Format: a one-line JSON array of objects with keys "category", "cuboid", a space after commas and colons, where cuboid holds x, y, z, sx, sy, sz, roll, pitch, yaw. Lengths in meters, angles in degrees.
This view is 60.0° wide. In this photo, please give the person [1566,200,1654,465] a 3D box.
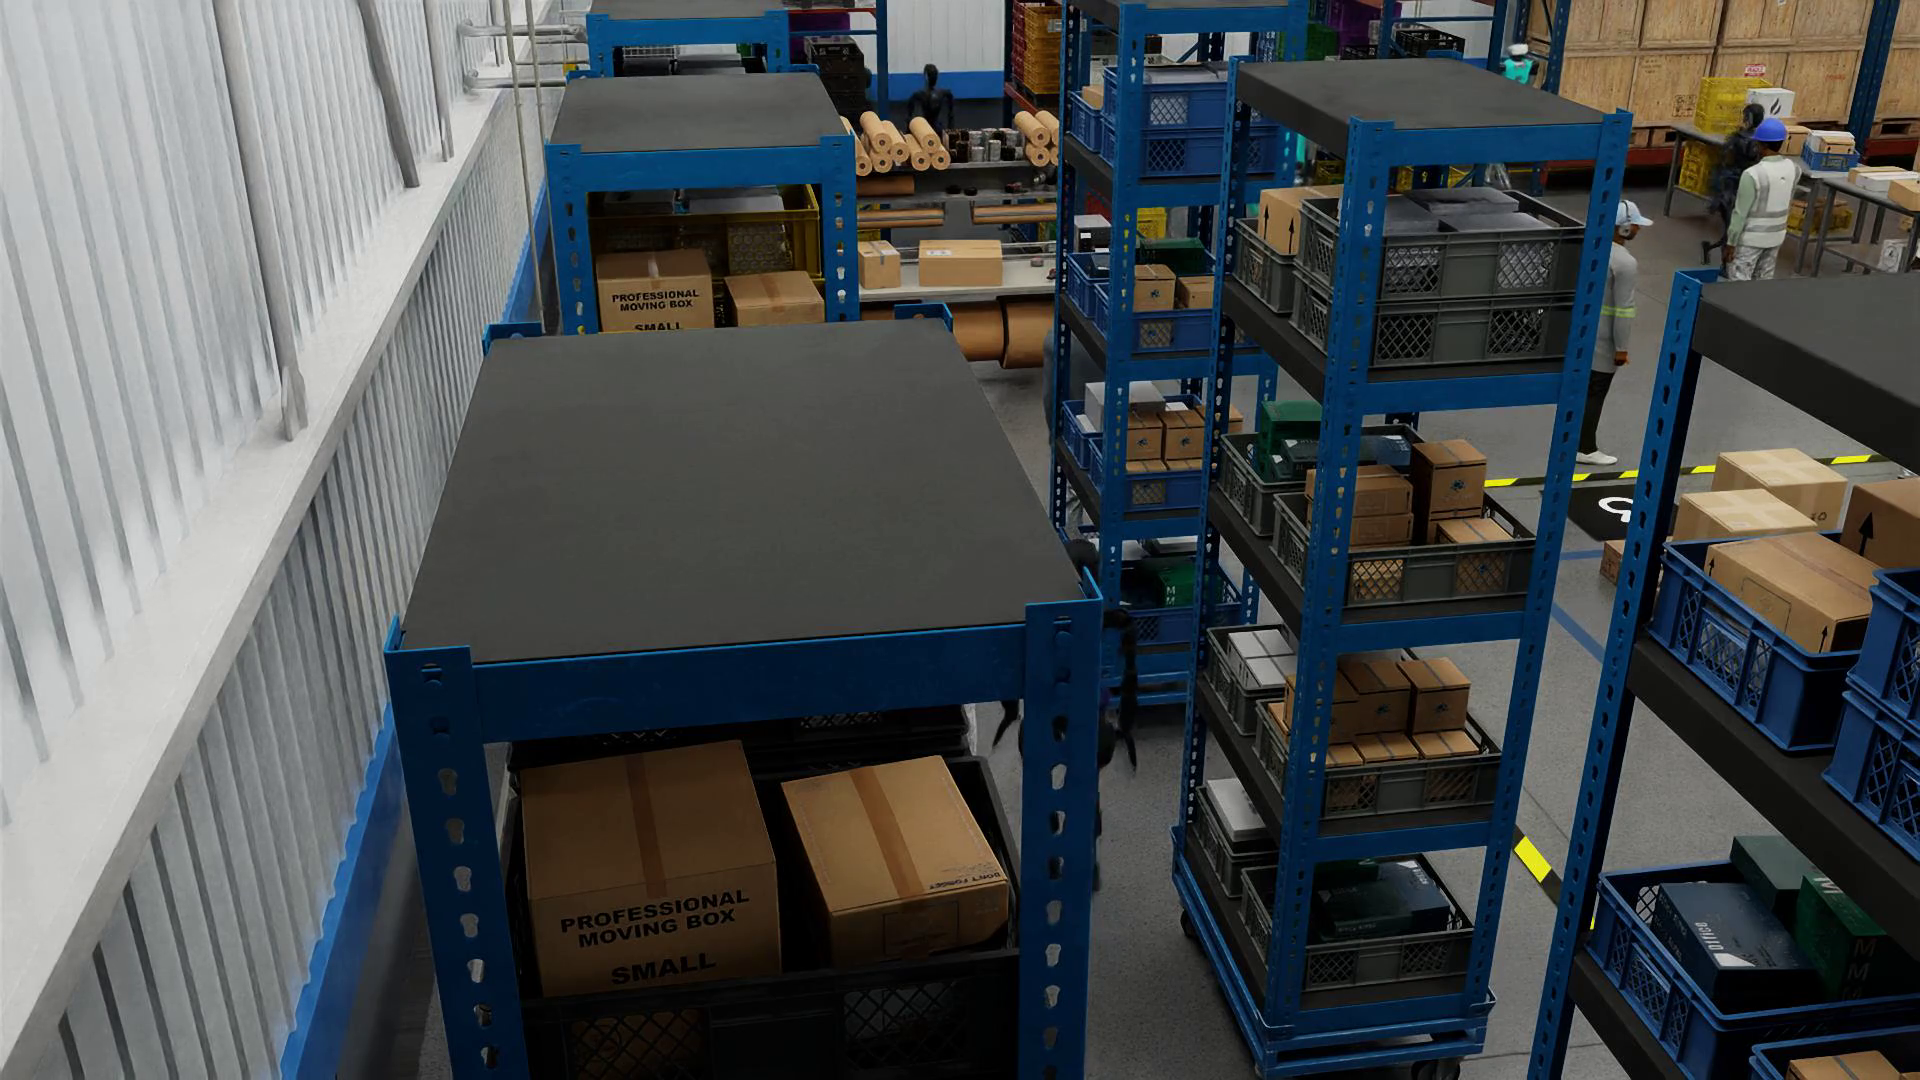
[{"category": "person", "cuboid": [4.466, -1.436, 11.526, 0.385, 1.850, 0.598, -5, 25, -12]}]

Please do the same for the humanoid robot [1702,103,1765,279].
[{"category": "humanoid robot", "cuboid": [7.408, -3.376, 15.969, 0.610, 1.631, 0.629, -8, 26, -18]}]

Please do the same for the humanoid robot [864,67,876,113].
[{"category": "humanoid robot", "cuboid": [-1.036, -4.202, 17.734, 0.322, 1.644, 0.601, 8, 26, 16]}]

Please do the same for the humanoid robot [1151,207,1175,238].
[{"category": "humanoid robot", "cuboid": [2.087, -3.607, 16.520, 0.543, 1.885, 0.741, -22, 33, -39]}]

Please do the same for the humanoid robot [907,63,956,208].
[{"category": "humanoid robot", "cuboid": [-0.326, -4.375, 18.166, 0.611, 1.644, 0.661, -10, 27, -21]}]

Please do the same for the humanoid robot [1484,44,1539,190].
[{"category": "humanoid robot", "cuboid": [6.169, -4.817, 19.033, 0.561, 1.743, 1.033, -4, 25, -9]}]

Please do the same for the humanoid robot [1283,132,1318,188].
[{"category": "humanoid robot", "cuboid": [3.001, -3.159, 15.490, 0.541, 1.853, 0.745, 9, 26, 18]}]

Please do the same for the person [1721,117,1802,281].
[{"category": "person", "cuboid": [6.566, -2.497, 13.731, 0.609, 1.939, 0.412, -10, 27, -21]}]

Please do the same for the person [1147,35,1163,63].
[{"category": "person", "cuboid": [1.957, -4.436, 17.830, 0.390, 2.038, 0.604, 15, 28, 29]}]

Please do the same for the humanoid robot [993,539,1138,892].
[{"category": "humanoid robot", "cuboid": [0.440, 0.753, 6.977, 0.611, 1.651, 0.336, 3, 25, 6]}]

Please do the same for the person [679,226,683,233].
[{"category": "person", "cuboid": [-2.358, -3.052, 14.936, 0.616, 1.924, 0.906, -6, 25, -13]}]

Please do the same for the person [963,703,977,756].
[{"category": "person", "cuboid": [-0.131, 0.448, 7.447, 0.429, 1.838, 0.642, 17, 30, 33]}]

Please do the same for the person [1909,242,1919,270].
[{"category": "person", "cuboid": [7.865, -2.243, 13.239, 0.342, 1.883, 0.585, -8, 26, -17]}]

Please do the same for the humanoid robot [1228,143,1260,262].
[{"category": "humanoid robot", "cuboid": [2.848, -3.566, 16.290, 0.578, 1.763, 0.724, -9, 26, -19]}]

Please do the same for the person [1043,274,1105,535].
[{"category": "person", "cuboid": [0.787, -0.619, 9.647, 0.627, 1.939, 0.373, 9, 26, 18]}]

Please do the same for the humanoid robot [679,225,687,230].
[{"category": "humanoid robot", "cuboid": [-2.363, -2.598, 14.216, 0.542, 1.784, 0.915, 0, 25, 1]}]

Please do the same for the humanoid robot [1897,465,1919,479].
[{"category": "humanoid robot", "cuboid": [6.430, -1.142, 10.859, 0.735, 1.681, 0.533, -12, 27, -23]}]
